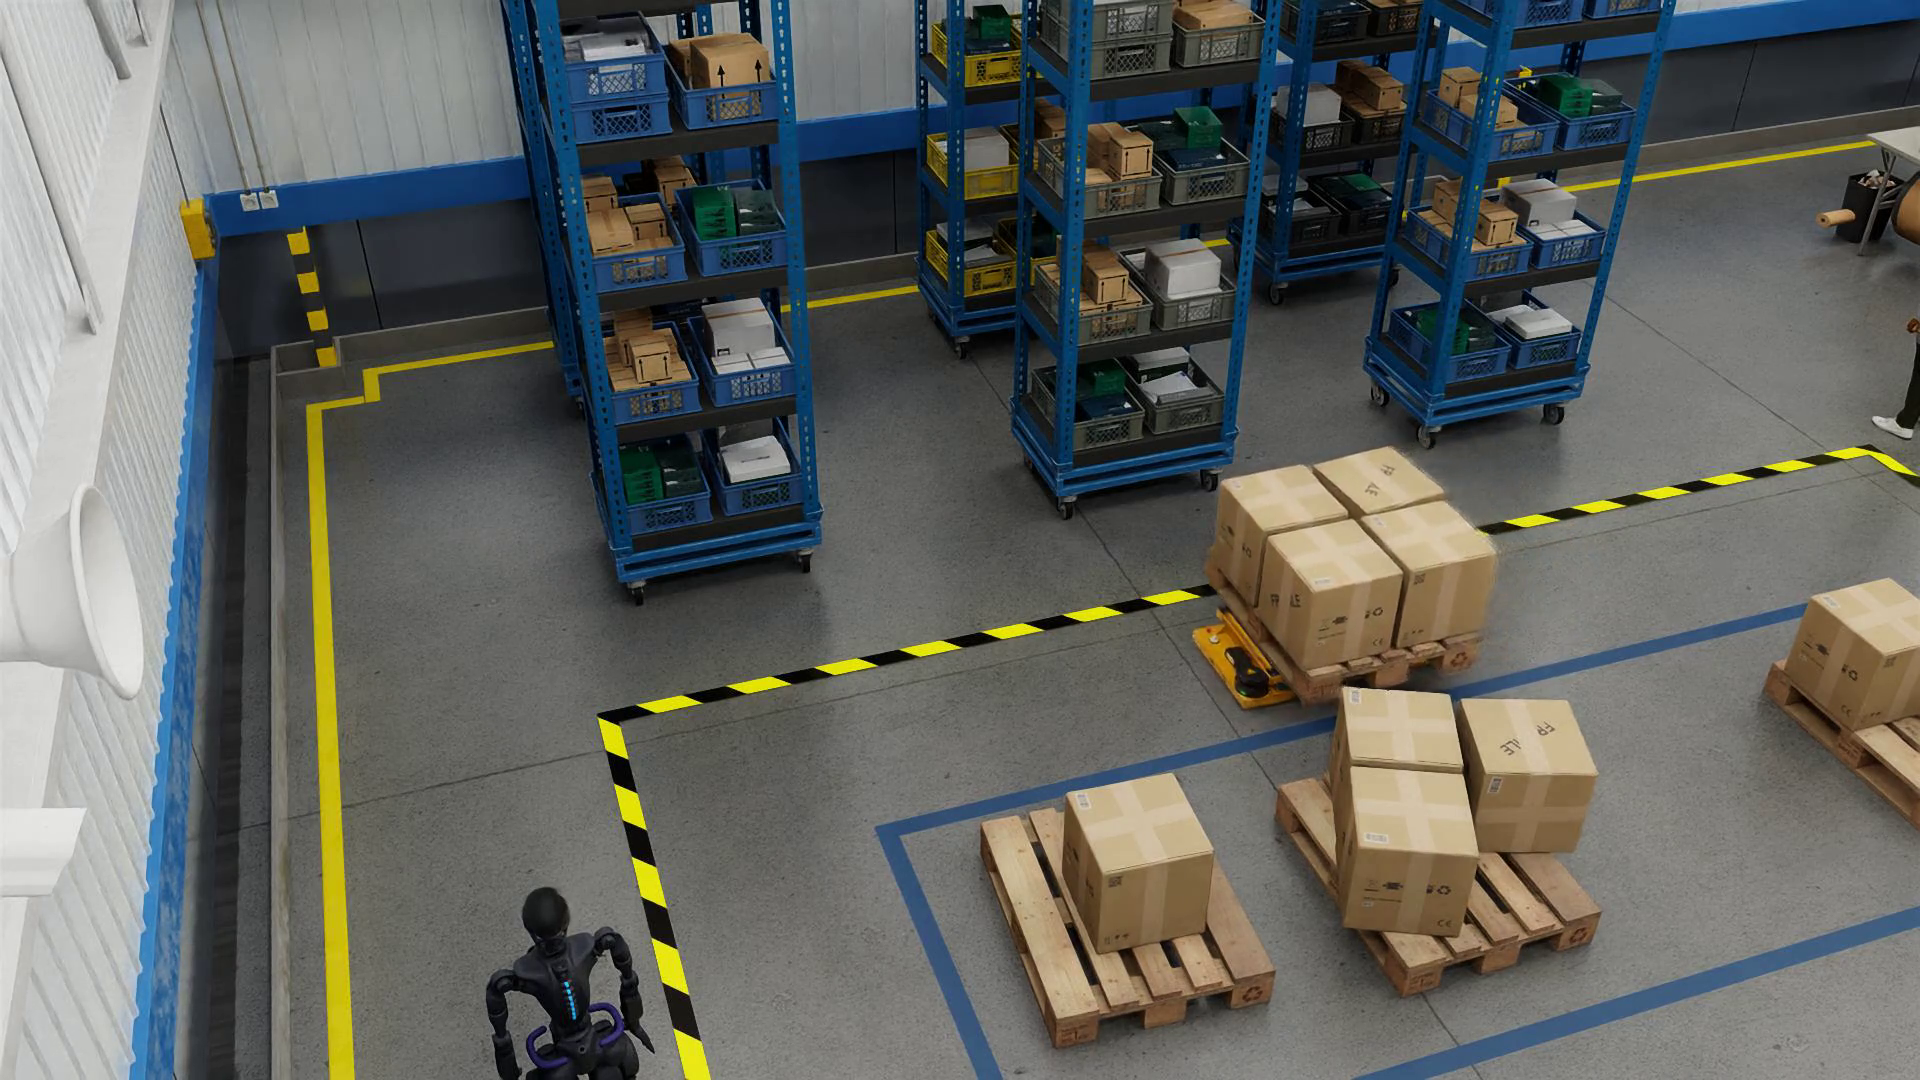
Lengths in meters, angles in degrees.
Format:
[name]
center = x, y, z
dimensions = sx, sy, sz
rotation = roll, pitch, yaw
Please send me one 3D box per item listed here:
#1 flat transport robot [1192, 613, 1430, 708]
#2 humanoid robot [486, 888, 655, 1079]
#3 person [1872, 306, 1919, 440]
[flat transport robot]
center = 2.087, 0.526, 9.285
dimensions = 1.431, 0.197, 0.652
rotation = -11, 37, -15
[humanoid robot]
center = -1.420, 1.904, 6.124
dimensions = 0.599, 1.653, 0.315
rotation = -18, 39, -24
[person]
center = 6.460, -1.510, 10.823
dimensions = 0.589, 1.853, 0.370
rotation = -10, 36, -14
